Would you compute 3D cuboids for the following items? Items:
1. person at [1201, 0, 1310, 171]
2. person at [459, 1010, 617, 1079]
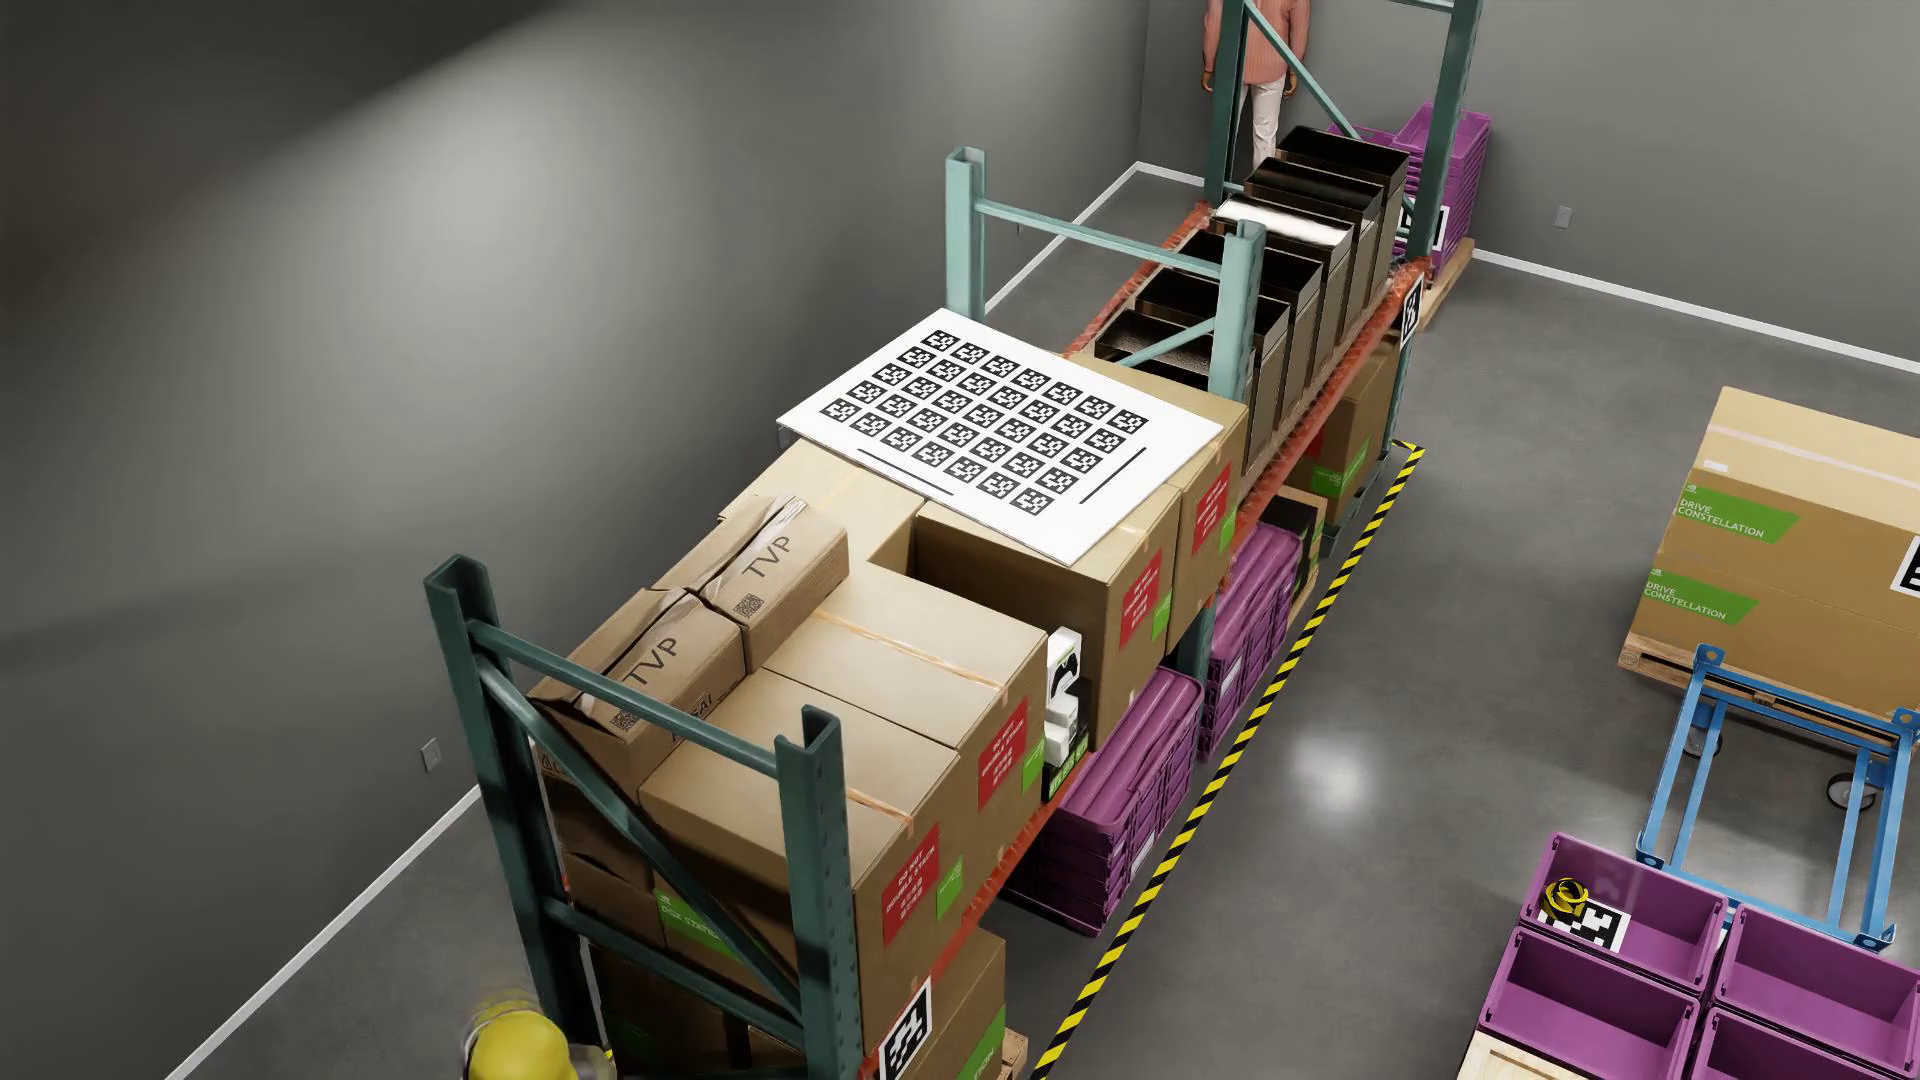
[{"bbox_3d":[1.740,-2.831,9.927,0.612,1.995,0.382,4,40,5],"label":"person"},{"bbox_3d":[-1.145,1.851,4.489,0.622,1.808,0.412,-21,44,-23],"label":"person"}]
